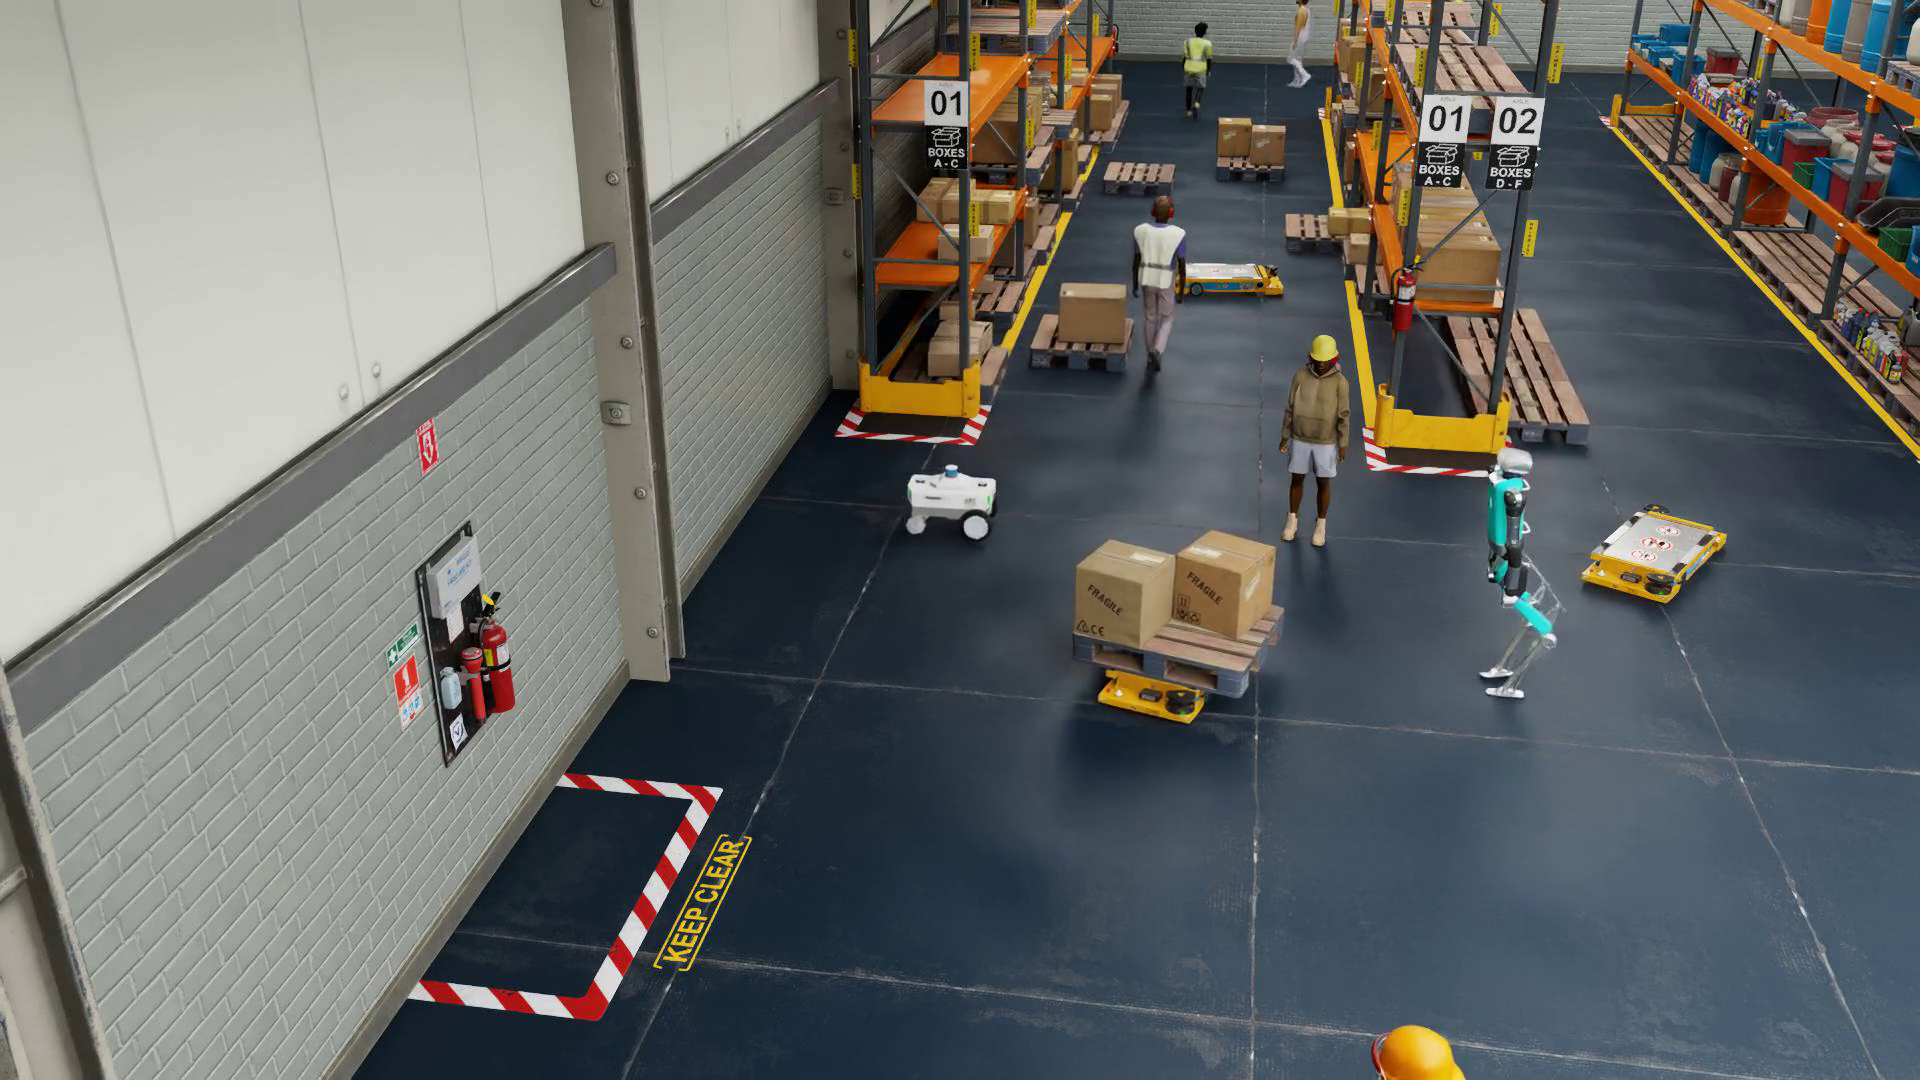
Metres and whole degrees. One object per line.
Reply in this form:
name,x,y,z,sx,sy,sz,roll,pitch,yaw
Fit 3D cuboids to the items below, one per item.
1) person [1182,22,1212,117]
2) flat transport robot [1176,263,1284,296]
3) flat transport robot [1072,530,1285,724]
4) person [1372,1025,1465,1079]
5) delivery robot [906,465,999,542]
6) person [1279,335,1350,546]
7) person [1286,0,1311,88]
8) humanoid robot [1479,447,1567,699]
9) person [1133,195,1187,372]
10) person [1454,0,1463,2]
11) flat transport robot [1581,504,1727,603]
person,4.183,-8.318,29.488,0.543,1.672,0.560,6,26,14
flat transport robot,3.146,-3.145,20.089,1.431,0.231,0.659,1,25,1
flat transport robot,1.532,0.819,11.605,0.659,0.231,1.431,12,28,24
person,1.551,2.519,6.059,0.386,1.891,0.561,14,28,27
delivery robot,-0.047,-0.315,13.716,0.810,0.612,0.499,3,25,7
person,2.849,-0.819,13.354,0.542,1.757,0.414,11,27,22
person,6.584,-9.702,32.255,0.492,1.847,0.537,14,28,27
humanoid robot,3.786,0.219,11.101,0.689,1.748,0.548,1,25,2
person,2.029,-2.614,17.107,0.567,1.831,0.588,10,27,20
person,9.396,-9.394,31.694,0.523,1.769,0.313,15,29,29
flat transport robot,5.507,0.098,13.149,0.659,0.231,1.431,19,31,35
